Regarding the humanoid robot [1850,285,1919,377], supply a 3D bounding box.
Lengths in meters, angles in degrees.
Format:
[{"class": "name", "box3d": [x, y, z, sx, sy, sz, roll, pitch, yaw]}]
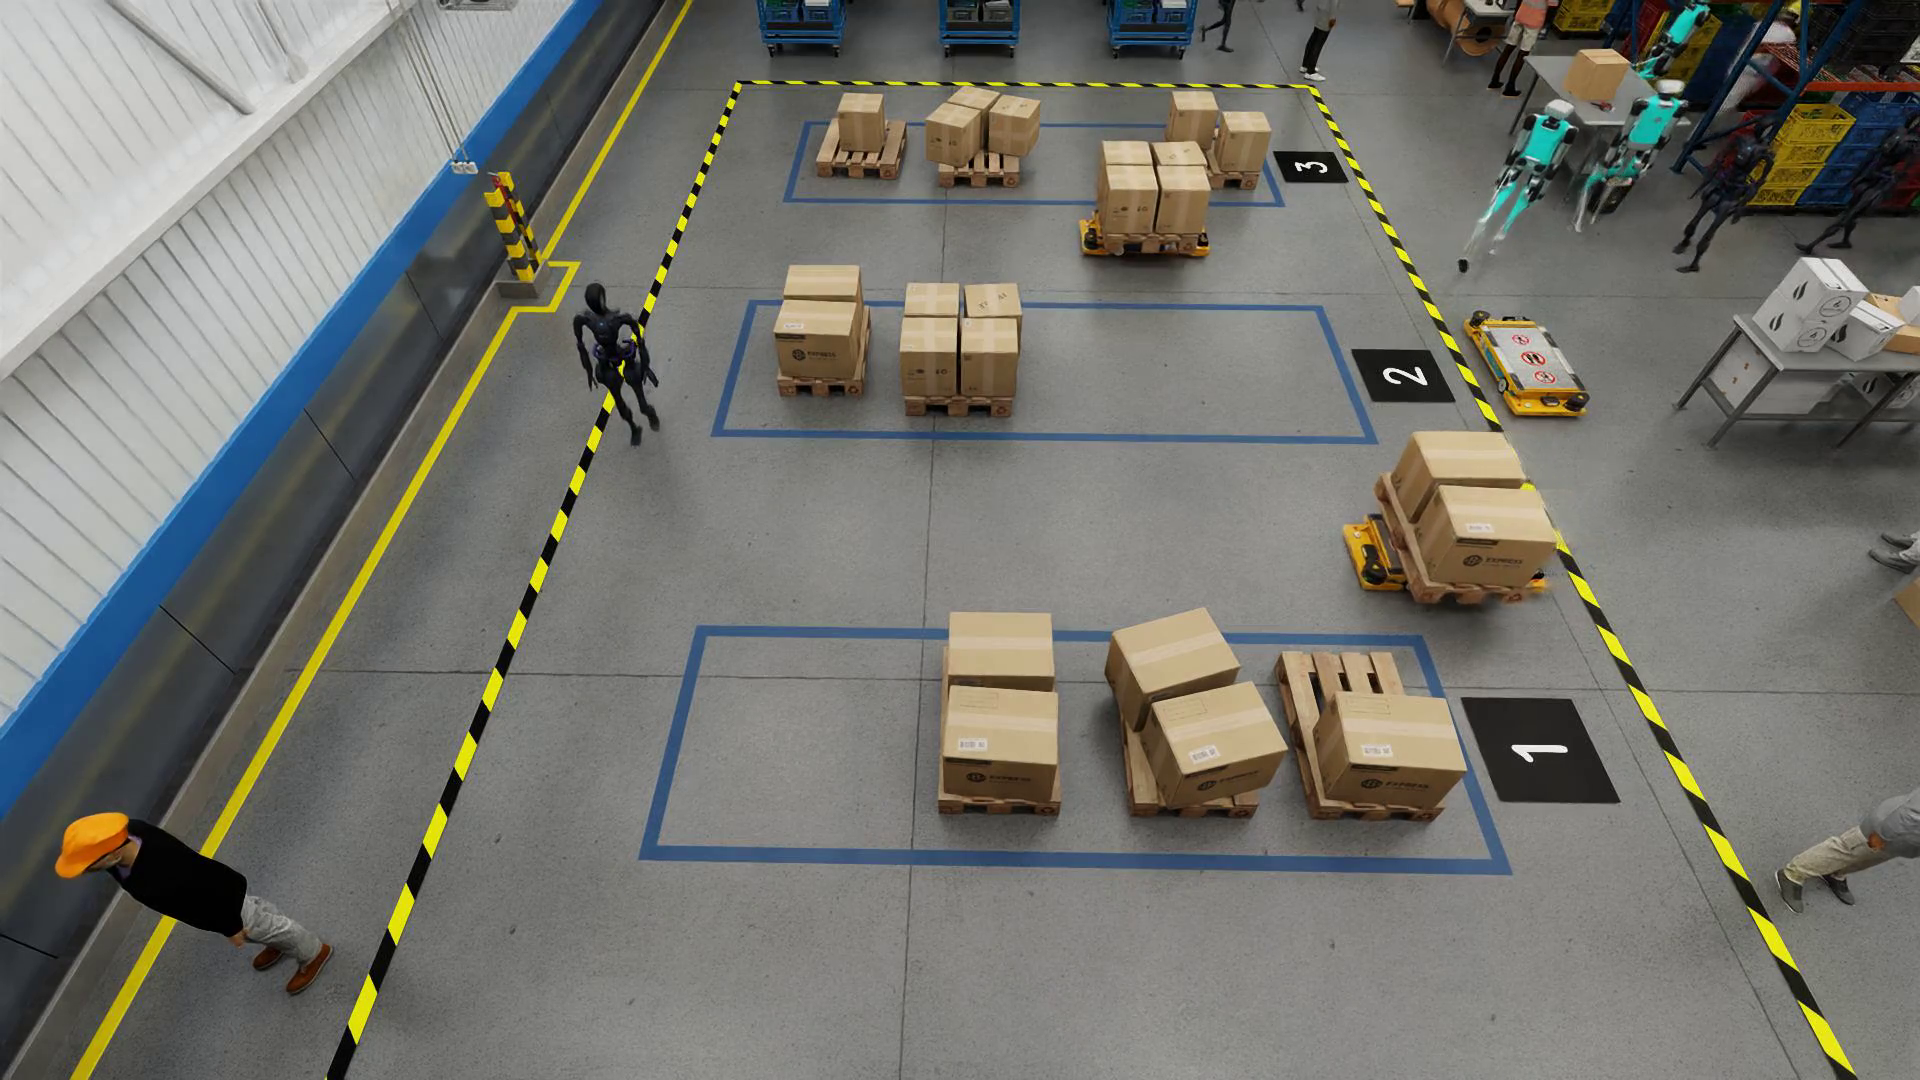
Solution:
[{"class": "humanoid robot", "box3d": [8.935, -2.052, 8.252, 0.735, 1.672, 0.533, -6, 49, -5]}]

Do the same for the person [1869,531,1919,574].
[{"class": "person", "box3d": [7.747, -0.488, 6.854, 0.604, 1.939, 0.409, -34, 57, -26]}]

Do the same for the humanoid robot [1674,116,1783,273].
[{"class": "humanoid robot", "box3d": [8.241, -3.732, 9.846, 0.479, 1.626, 0.612, -13, 50, -11]}]

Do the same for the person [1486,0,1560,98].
[{"class": "person", "box3d": [7.855, -7.151, 12.601, 0.374, 1.966, 0.604, -17, 51, -14]}]

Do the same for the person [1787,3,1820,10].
[{"class": "person", "box3d": [14.152, -9.526, 14.738, 0.429, 1.841, 0.633, -25, 54, -20]}]

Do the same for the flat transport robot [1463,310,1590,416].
[{"class": "flat transport robot", "box3d": [5.573, -1.757, 9.054, 0.659, 0.231, 1.431, 1, 49, 1]}]

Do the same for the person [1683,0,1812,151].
[{"class": "person", "box3d": [10.069, -5.895, 11.658, 0.987, 1.741, 0.604, -6, 49, -5]}]

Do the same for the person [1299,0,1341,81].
[{"class": "person", "box3d": [5.258, -7.548, 13.018, 0.373, 1.852, 0.597, 0, 49, 0]}]

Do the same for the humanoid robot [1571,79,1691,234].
[{"class": "humanoid robot", "box3d": [7.473, -4.377, 10.306, 0.530, 1.724, 0.724, 8, 50, 7]}]

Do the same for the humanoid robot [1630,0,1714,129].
[{"class": "humanoid robot", "box3d": [8.892, -6.196, 11.937, 0.893, 1.766, 0.535, 4, 49, 4]}]

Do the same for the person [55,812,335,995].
[{"class": "person", "box3d": [-3.959, 1.905, 4.817, 0.587, 1.885, 0.361, 23, 53, 19]}]

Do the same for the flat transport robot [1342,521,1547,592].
[{"class": "flat transport robot", "box3d": [3.923, 0.099, 7.430, 1.431, 0.197, 0.652, 1, 49, 1]}]

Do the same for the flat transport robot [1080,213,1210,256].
[{"class": "flat transport robot", "box3d": [2.129, -3.555, 10.592, 1.431, 0.197, 0.652, 1, 49, 1]}]

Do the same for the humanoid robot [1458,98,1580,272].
[{"class": "humanoid robot", "box3d": [5.858, -3.671, 9.776, 1.015, 1.783, 0.530, -36, 58, -27]}]

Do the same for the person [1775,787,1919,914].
[{"class": "person", "box3d": [5.371, 1.604, 5.152, 0.564, 1.769, 0.395, -5, 49, -5]}]

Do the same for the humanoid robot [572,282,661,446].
[{"class": "humanoid robot", "box3d": [-2.942, -1.515, 7.905, 0.596, 1.647, 0.401, -7, 49, -6]}]

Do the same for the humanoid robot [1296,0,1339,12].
[{"class": "humanoid robot", "box3d": [5.985, -9.366, 14.744, 0.719, 1.641, 0.611, -6, 49, -6]}]

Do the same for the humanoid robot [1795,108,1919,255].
[{"class": "humanoid robot", "box3d": [9.939, -3.884, 9.989, 0.777, 1.620, 0.595, 3, 49, 2]}]

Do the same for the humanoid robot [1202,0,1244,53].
[{"class": "humanoid robot", "box3d": [4.035, -8.321, 13.815, 0.649, 1.620, 0.600, 33, 57, 25]}]

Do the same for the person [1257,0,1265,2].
[{"class": "person", "box3d": [5.060, -9.934, 15.028, 0.626, 1.940, 0.372, 21, 52, 17]}]
